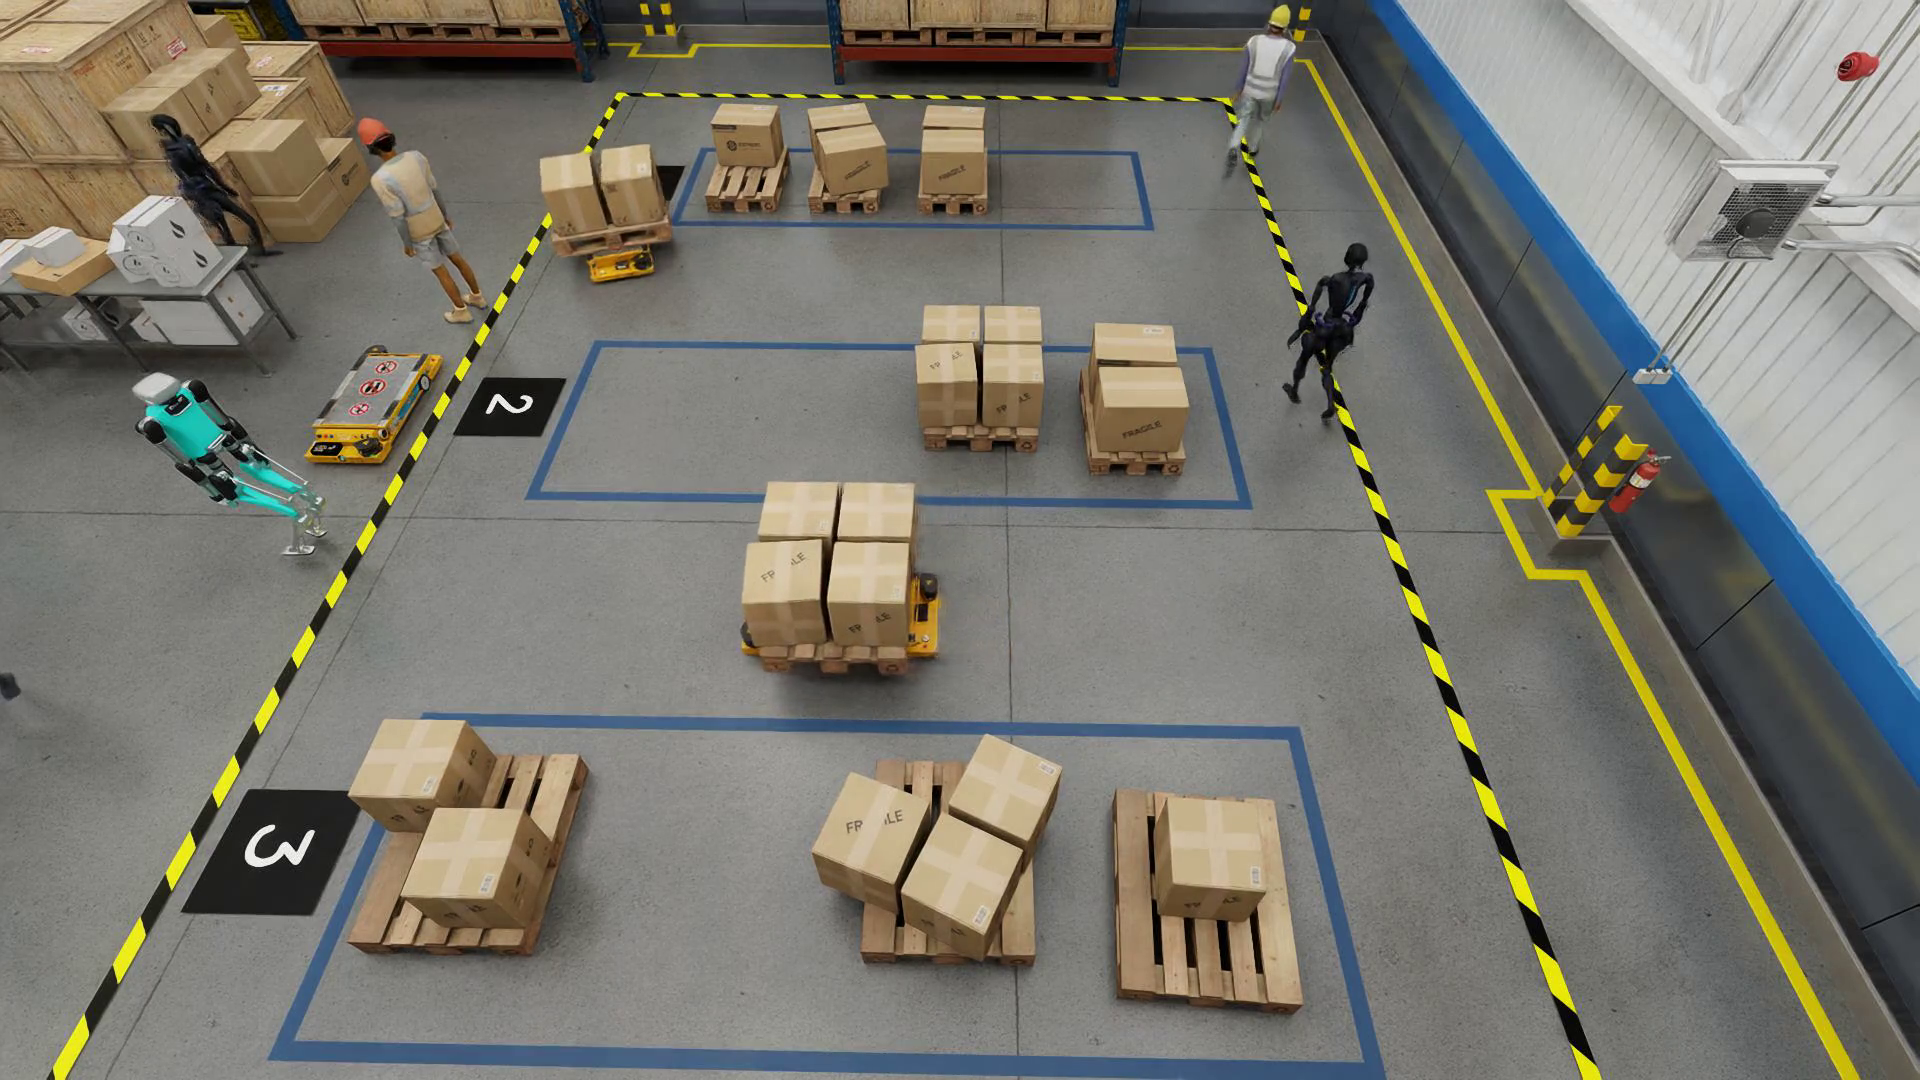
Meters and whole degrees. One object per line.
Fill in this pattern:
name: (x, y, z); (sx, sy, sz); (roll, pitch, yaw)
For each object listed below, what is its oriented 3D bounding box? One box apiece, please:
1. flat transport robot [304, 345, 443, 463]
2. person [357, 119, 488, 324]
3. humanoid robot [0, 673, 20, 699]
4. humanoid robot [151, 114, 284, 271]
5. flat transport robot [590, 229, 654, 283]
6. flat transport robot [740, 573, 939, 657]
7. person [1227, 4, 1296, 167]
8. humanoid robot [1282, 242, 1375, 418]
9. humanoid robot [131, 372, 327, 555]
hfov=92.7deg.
flat transport robot: (-5.383, -1.269, 8.441); (0.659, 0.231, 1.431); (1, 50, 1)
person: (-5.131, -2.990, 8.744); (0.406, 2.030, 0.607); (15, 51, 13)
humanoid robot: (-6.791, 0.639, 5.907); (0.600, 1.647, 0.554); (-35, 58, -26)
humanoid robot: (-7.702, -3.566, 9.467); (0.567, 1.639, 0.608); (-9, 50, -8)
flat transport robot: (-3.837, -3.390, 10.218); (0.652, 0.197, 1.431); (-14, 51, -12)
flat transport robot: (-0.883, 0.544, 6.888); (1.431, 0.197, 0.652); (1, 50, 1)
person: (3.564, -5.340, 10.875); (0.597, 1.810, 0.732); (22, 53, 18)
humanoid robot: (3.215, -1.779, 7.959); (0.609, 1.641, 0.593); (-8, 50, -7)
humanoid robot: (-5.186, -0.483, 6.752); (0.755, 1.697, 0.534); (8, 50, 7)
